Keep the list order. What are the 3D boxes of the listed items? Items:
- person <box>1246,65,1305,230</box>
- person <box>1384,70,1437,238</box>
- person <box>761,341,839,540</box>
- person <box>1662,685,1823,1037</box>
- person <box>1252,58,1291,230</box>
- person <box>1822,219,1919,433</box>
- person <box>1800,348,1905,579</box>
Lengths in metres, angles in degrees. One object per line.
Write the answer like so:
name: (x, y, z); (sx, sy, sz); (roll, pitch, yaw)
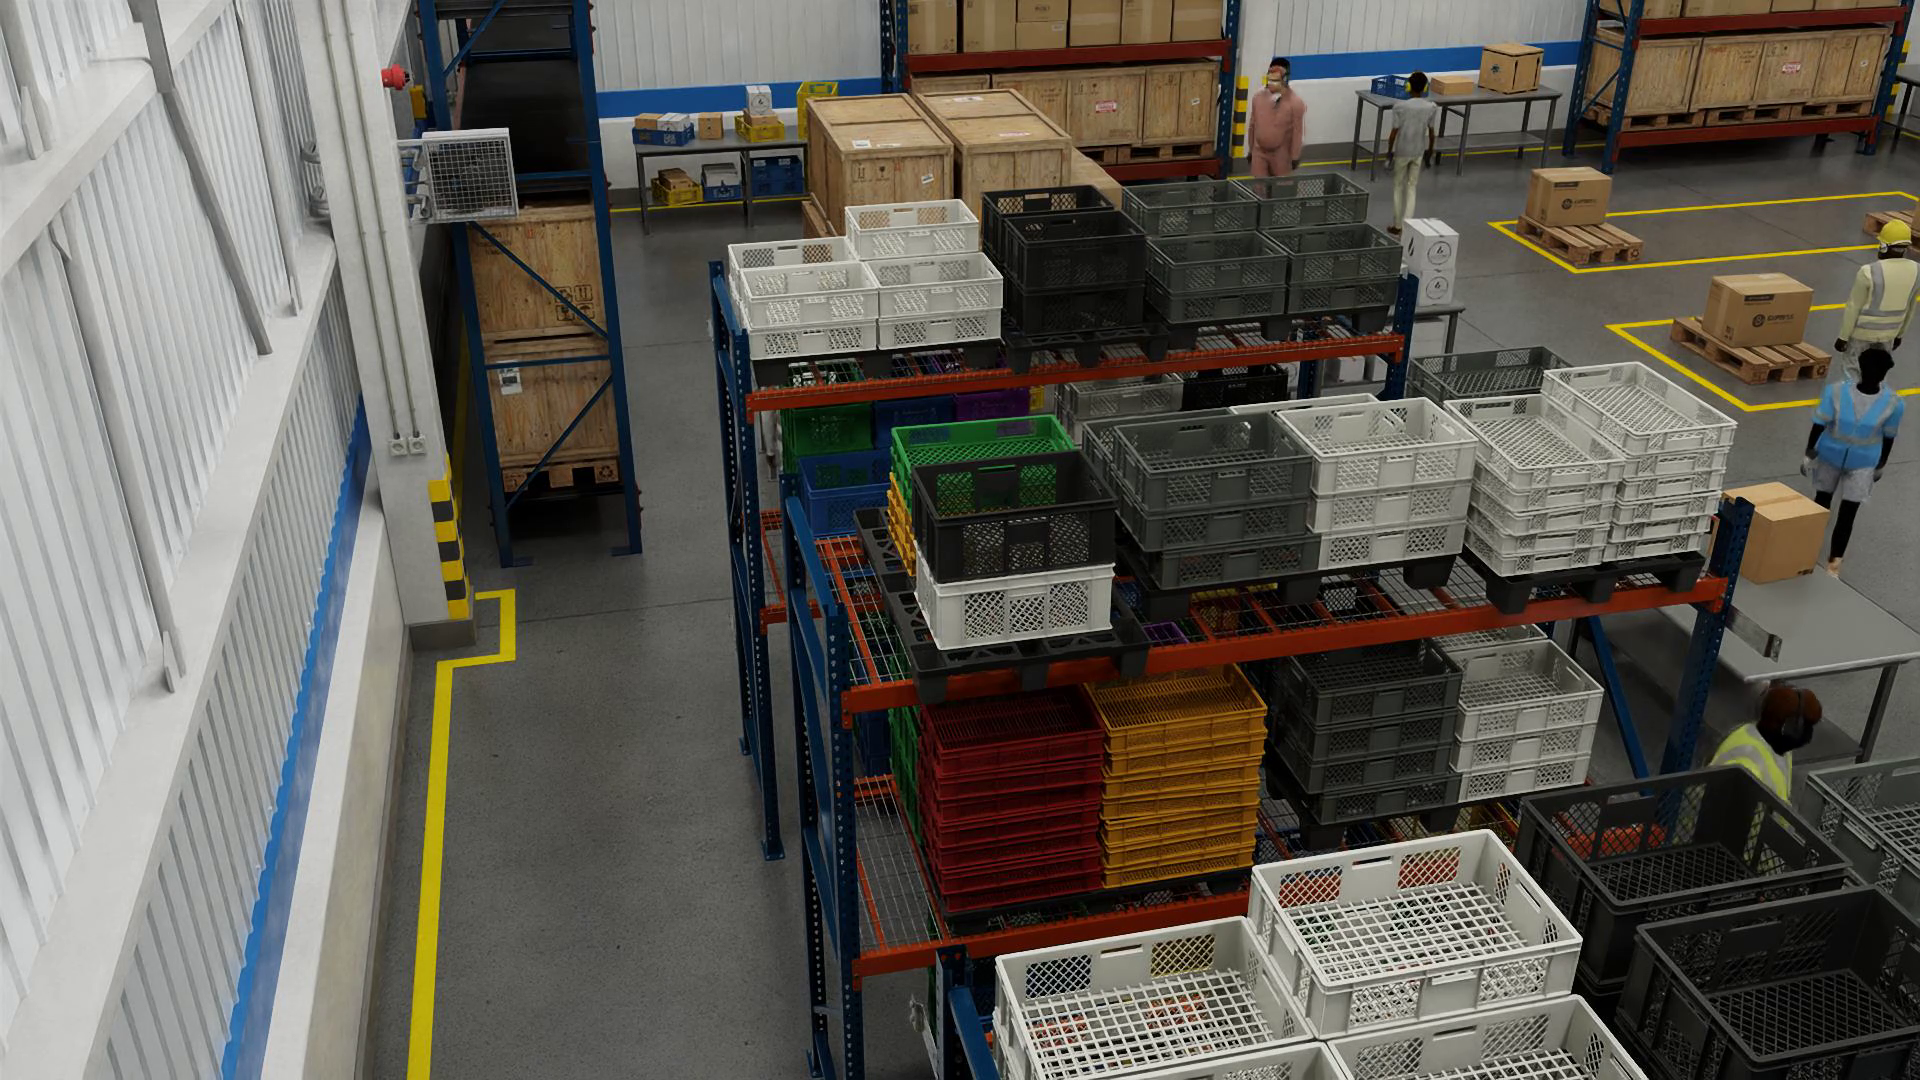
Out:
person: (3.526, -4.369, 18.600); (0.660, 1.884, 0.753); (18, 33, 31)
person: (4.961, -4.233, 18.361); (0.533, 1.858, 0.528); (-1, 28, -1)
person: (-1.068, -0.632, 11.497); (0.585, 1.882, 0.337); (3, 28, 6)
person: (3.563, 1.483, 7.592); (0.857, 1.786, 0.696); (16, 32, 28)
person: (3.488, -4.441, 18.688); (0.392, 1.920, 0.588); (-6, 28, -11)
person: (7.469, -1.717, 13.623); (0.592, 1.827, 0.403); (-5, 28, -9)
person: (6.153, -0.544, 11.561); (0.541, 1.658, 0.743); (17, 32, 29)
